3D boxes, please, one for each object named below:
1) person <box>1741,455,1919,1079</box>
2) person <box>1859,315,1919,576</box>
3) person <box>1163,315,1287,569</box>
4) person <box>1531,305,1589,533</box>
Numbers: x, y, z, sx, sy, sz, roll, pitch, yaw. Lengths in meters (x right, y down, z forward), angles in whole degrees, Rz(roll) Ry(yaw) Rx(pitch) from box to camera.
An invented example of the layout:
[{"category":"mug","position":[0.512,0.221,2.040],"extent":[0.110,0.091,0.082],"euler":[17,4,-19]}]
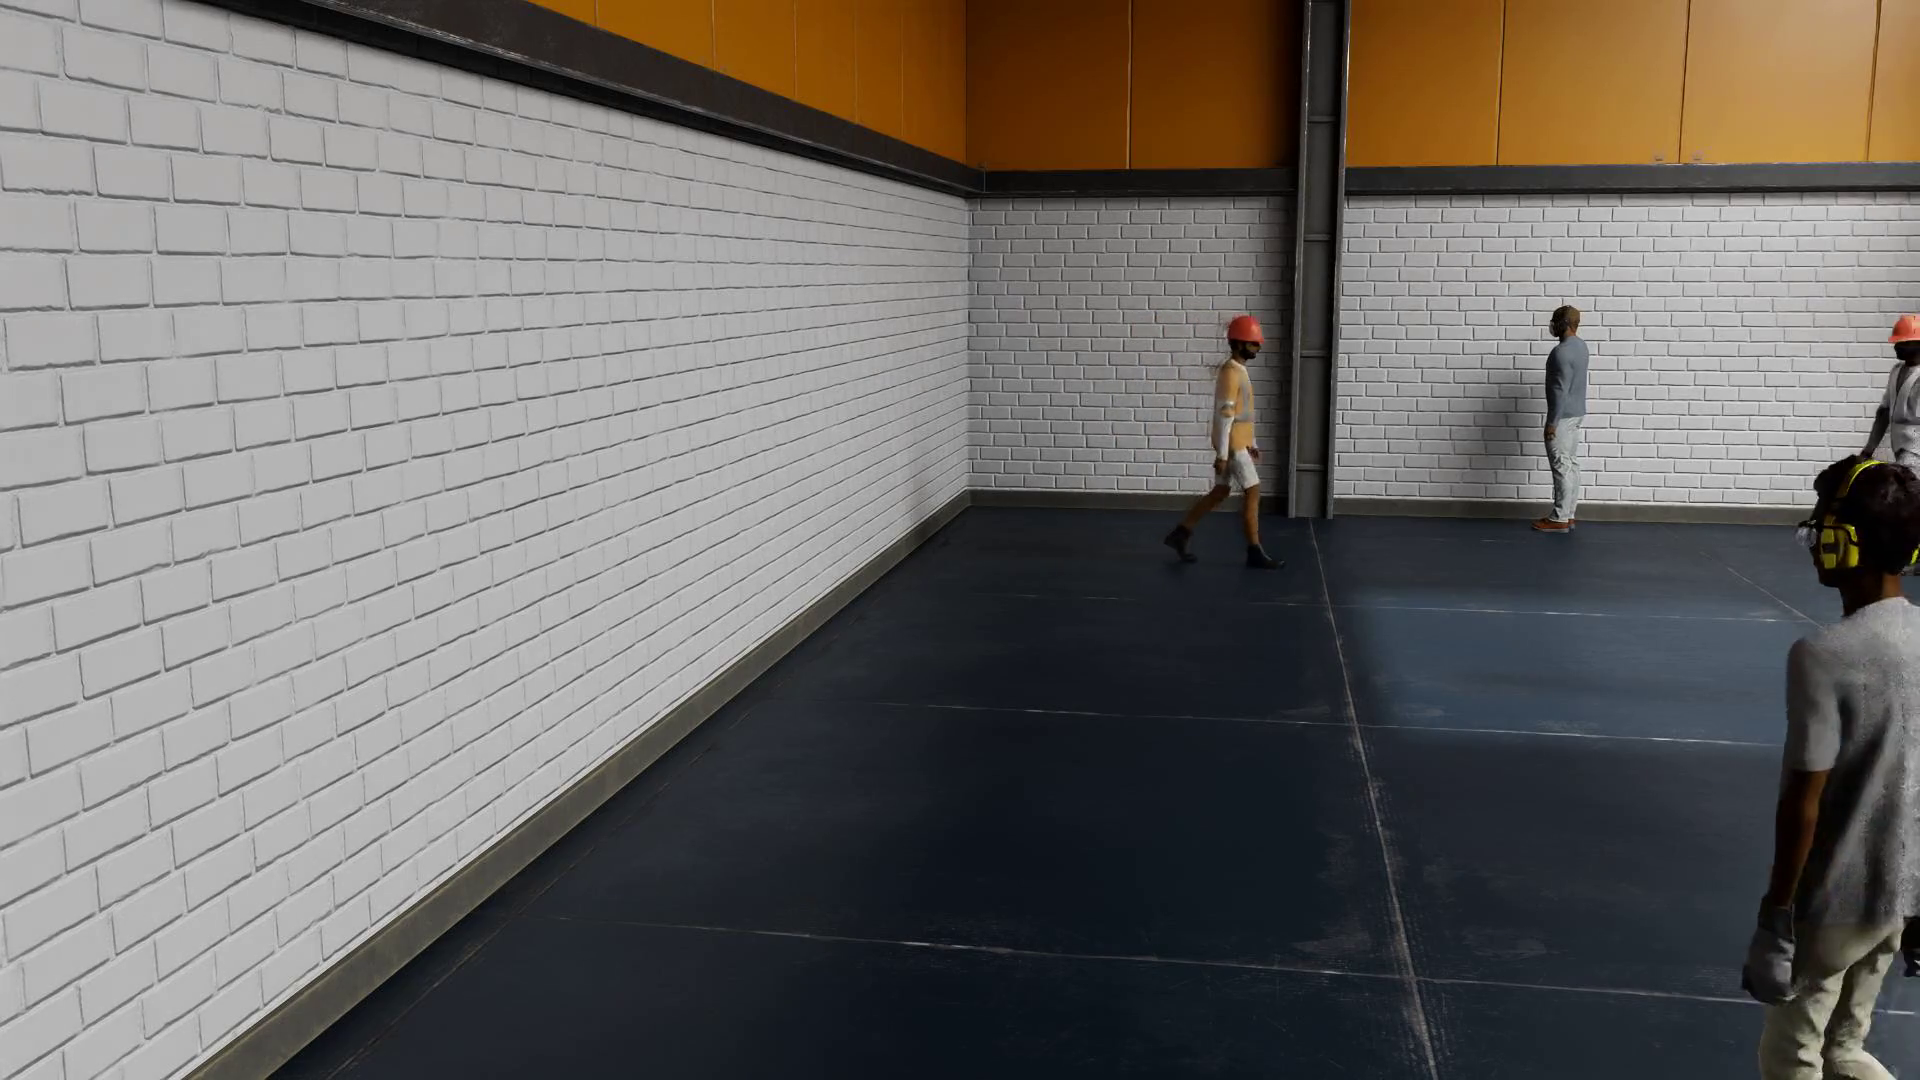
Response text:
[{"category":"person","position":[1.853,0.756,3.398],"extent":[0.512,1.853,0.567],"euler":[-5,10,-27]},{"category":"person","position":[6.753,-0.660,12.027],"extent":[0.887,1.901,0.571],"euler":[1,9,4]},{"category":"person","position":[1.981,-0.732,12.479],"extent":[0.903,1.905,0.546],"euler":[2,9,11]},{"category":"person","position":[5.143,-1.032,14.206],"extent":[0.365,1.939,0.636],"euler":[6,11,34]}]
